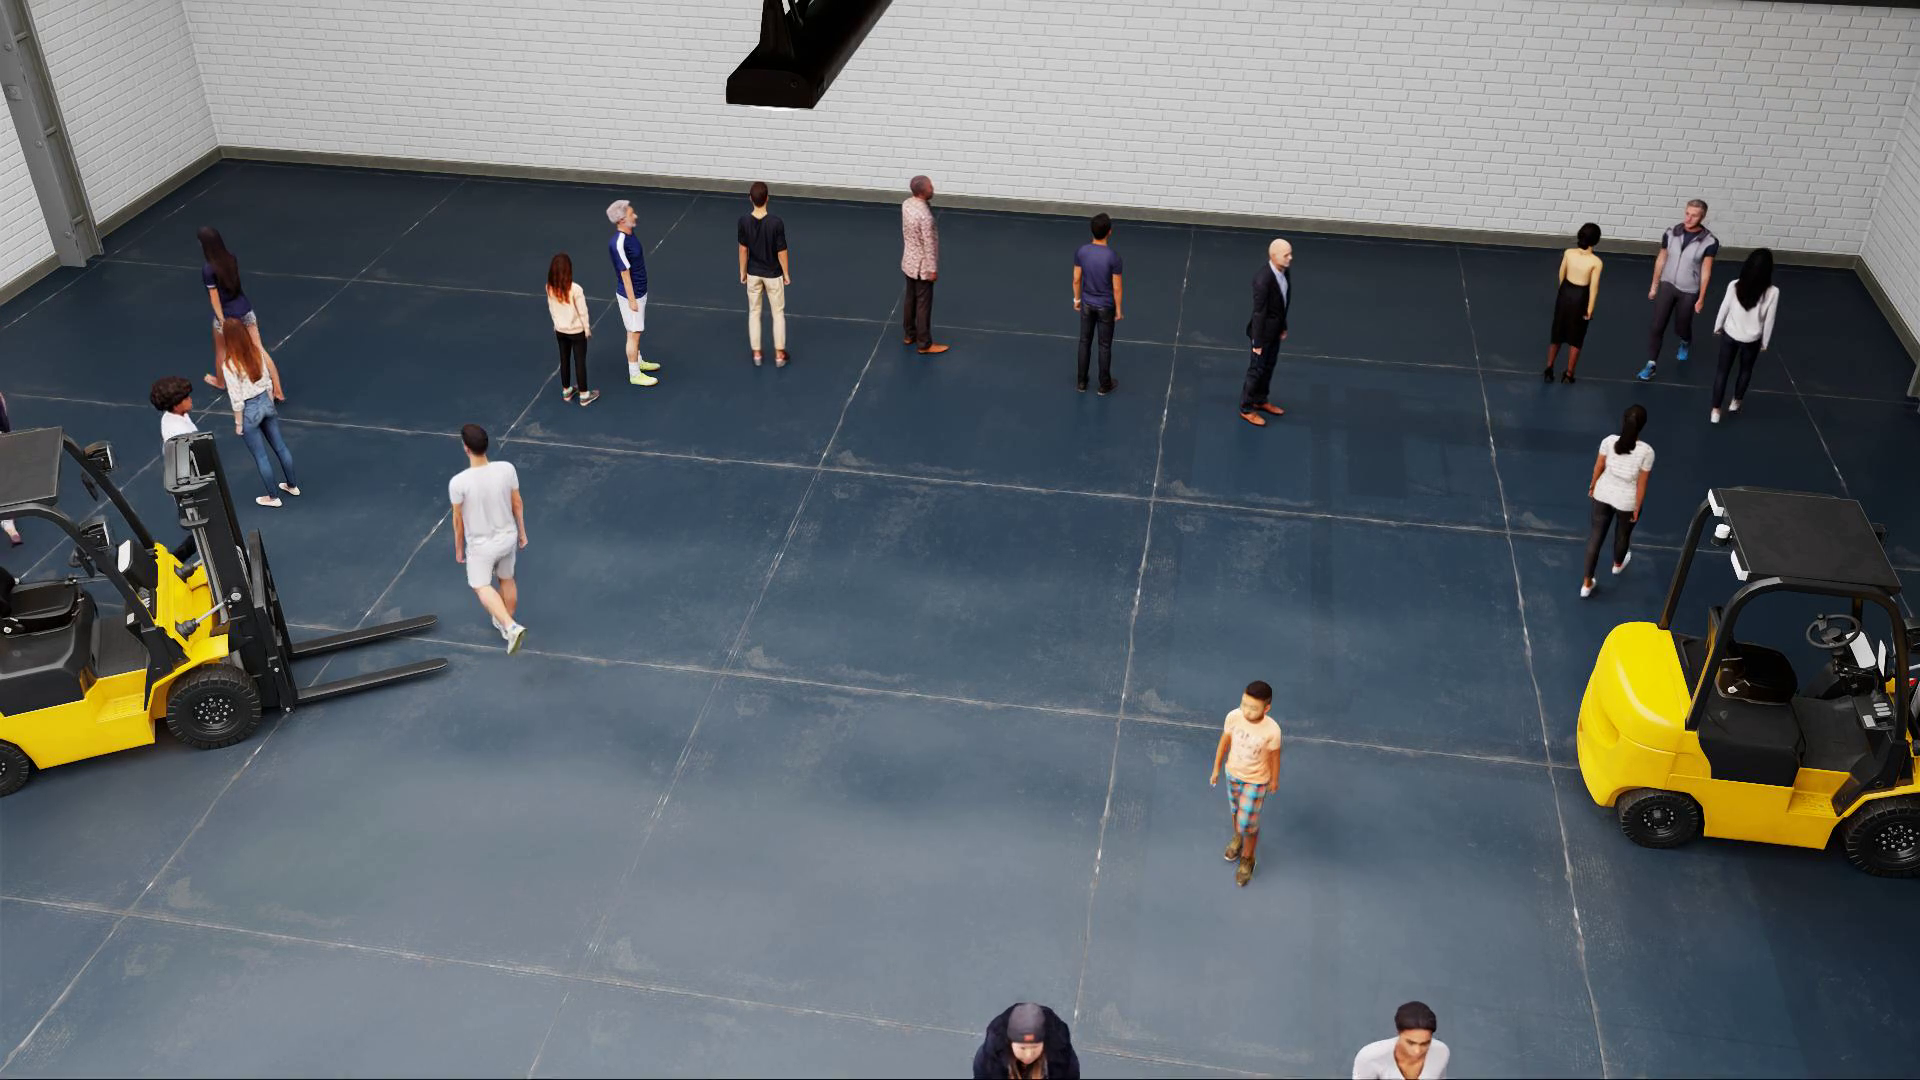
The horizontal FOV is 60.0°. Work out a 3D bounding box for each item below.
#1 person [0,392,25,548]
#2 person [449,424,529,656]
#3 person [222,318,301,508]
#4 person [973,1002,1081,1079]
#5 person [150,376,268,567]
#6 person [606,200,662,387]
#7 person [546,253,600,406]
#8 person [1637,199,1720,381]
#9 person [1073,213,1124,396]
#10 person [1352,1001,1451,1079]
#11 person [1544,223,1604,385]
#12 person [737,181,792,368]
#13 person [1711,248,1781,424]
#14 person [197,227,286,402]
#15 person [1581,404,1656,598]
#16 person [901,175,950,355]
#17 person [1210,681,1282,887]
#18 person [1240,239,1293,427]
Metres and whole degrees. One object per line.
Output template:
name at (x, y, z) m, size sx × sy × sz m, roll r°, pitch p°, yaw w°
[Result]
person at (-7.995, -0.745, 13.668) m, size 1.098 × 1.552 × 1.135 m, roll -22°, pitch 40°, yaw -30°
person at (-3.415, 0.035, 12.239) m, size 1.032 × 1.835 × 1.077 m, roll -25°, pitch 41°, yaw -32°
person at (-5.932, -1.081, 14.014) m, size 0.696 × 1.728 × 0.534 m, roll 16°, pitch 37°, yaw 23°
person at (0.338, 2.819, 8.241) m, size 0.828 × 1.625 × 1.137 m, roll -2°, pitch 34°, yaw -3°
person at (-6.030, -0.434, 12.986) m, size 1.109 × 1.788 × 1.058 m, roll -20°, pitch 39°, yaw -27°
person at (-3.134, -2.379, 15.865) m, size 0.749 × 1.841 × 0.585 m, roll -2°, pitch 34°, yaw -4°
person at (-3.661, -1.985, 15.600) m, size 0.604 × 1.479 × 0.565 m, roll 15°, pitch 36°, yaw 21°
person at (6.927, -2.411, 15.942) m, size 0.991 × 1.810 × 1.108 m, roll 27°, pitch 42°, yaw 34°
person at (1.292, -2.217, 15.665) m, size 0.692 × 1.793 × 0.612 m, roll 14°, pitch 36°, yaw 20°
person at (2.082, 2.834, 8.142) m, size 0.775 × 1.709 × 1.144 m, roll 0°, pitch 34°, yaw -1°
person at (5.794, -2.237, 15.823) m, size 0.701 × 1.652 × 0.747 m, roll 28°, pitch 43°, yaw 35°
person at (-1.896, -2.575, 16.152) m, size 0.644 × 1.851 × 0.557 m, roll 4°, pitch 34°, yaw 6°
person at (7.115, -1.831, 15.178) m, size 0.790 × 1.688 × 0.892 m, roll 18°, pitch 38°, yaw 25°
person at (-6.687, -2.052, 15.487) m, size 0.878 × 1.716 × 1.129 m, roll 16°, pitch 37°, yaw 23°
person at (5.057, -0.270, 12.897) m, size 0.840 × 1.615 × 1.021 m, roll 23°, pitch 40°, yaw 30°
person at (-0.404, -2.732, 16.425) m, size 0.841 × 1.808 × 0.747 m, roll -15°, pitch 37°, yaw -22°
person at (1.844, 1.441, 10.472) m, size 0.672 × 1.449 × 0.750 m, roll 23°, pitch 40°, yaw 31°
person at (2.816, -1.932, 15.231) m, size 0.821 × 1.798 × 0.704 m, roll 24°, pitch 40°, yaw 31°
